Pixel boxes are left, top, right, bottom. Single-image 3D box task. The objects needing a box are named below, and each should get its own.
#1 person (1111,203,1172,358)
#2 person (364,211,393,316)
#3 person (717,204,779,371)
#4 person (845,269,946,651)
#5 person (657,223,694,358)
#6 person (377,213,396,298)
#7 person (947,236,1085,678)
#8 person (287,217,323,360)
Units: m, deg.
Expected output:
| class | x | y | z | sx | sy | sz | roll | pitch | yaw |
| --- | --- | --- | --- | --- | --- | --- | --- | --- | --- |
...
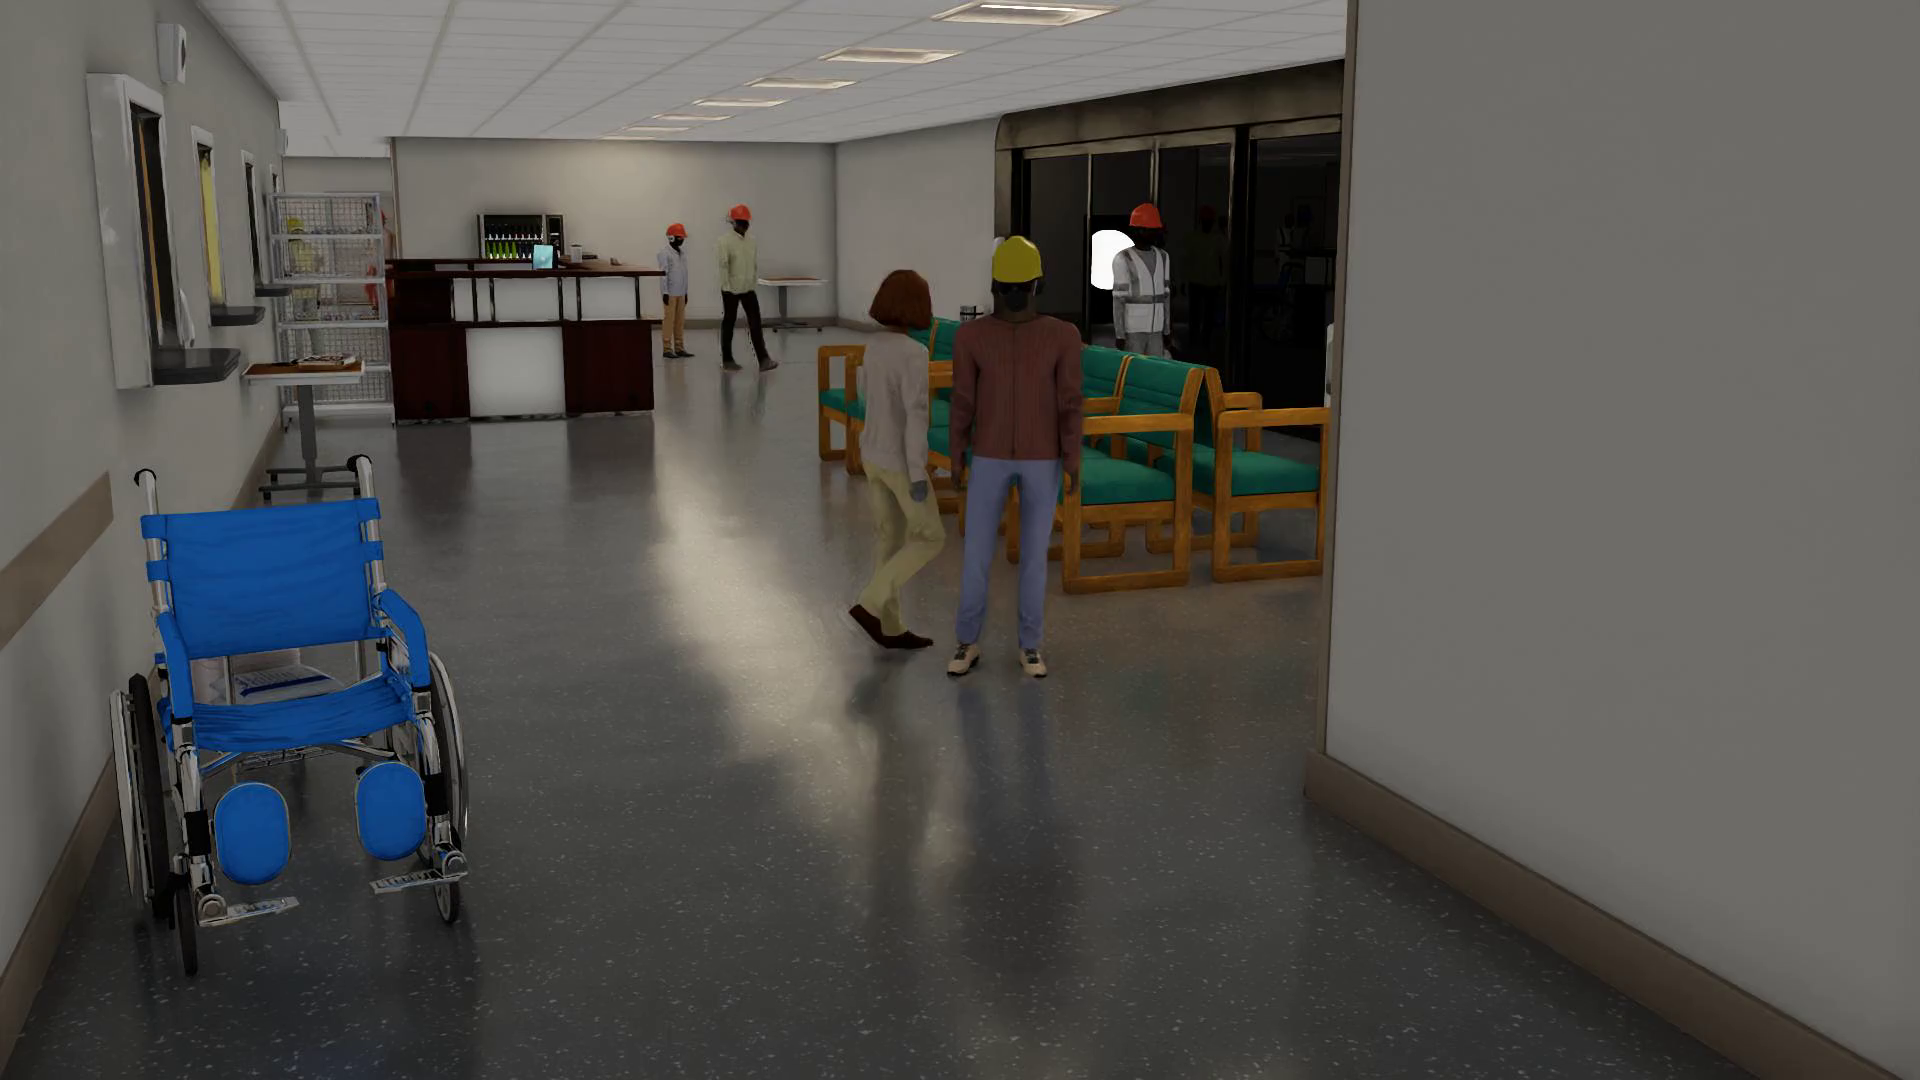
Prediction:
| class | x | y | z | sx | sy | sz | roll | pitch | yaw |
| --- | --- | --- | --- | --- | --- | --- | --- | --- | --- |
| person | 1.458 | -1.692 | 13.231 | 0.544 | 1.933 | 0.379 | -7 | 13 | -31 |
| person | -9.889 | -4.643 | 28.304 | 0.656 | 1.949 | 0.533 | 7 | 13 | 32 |
| person | -2.537 | -2.951 | 19.592 | 0.942 | 1.952 | 0.651 | 11 | 15 | 44 |
| person | -0.273 | -0.306 | 6.900 | 0.402 | 1.618 | 0.522 | -6 | 12 | -27 |
| person | -3.681 | -3.227 | 21.567 | 0.353 | 1.743 | 0.564 | 5 | 12 | 24 |
| person | -11.141 | -5.367 | 32.062 | 0.543 | 1.933 | 0.363 | 2 | 11 | 10 |
| person | 0.222 | -0.319 | 6.624 | 0.541 | 1.756 | 0.332 | 0 | 11 | 0 |
| person | -7.848 | -2.907 | 19.738 | 0.413 | 1.824 | 0.597 | 7 | 13 | 33 |
